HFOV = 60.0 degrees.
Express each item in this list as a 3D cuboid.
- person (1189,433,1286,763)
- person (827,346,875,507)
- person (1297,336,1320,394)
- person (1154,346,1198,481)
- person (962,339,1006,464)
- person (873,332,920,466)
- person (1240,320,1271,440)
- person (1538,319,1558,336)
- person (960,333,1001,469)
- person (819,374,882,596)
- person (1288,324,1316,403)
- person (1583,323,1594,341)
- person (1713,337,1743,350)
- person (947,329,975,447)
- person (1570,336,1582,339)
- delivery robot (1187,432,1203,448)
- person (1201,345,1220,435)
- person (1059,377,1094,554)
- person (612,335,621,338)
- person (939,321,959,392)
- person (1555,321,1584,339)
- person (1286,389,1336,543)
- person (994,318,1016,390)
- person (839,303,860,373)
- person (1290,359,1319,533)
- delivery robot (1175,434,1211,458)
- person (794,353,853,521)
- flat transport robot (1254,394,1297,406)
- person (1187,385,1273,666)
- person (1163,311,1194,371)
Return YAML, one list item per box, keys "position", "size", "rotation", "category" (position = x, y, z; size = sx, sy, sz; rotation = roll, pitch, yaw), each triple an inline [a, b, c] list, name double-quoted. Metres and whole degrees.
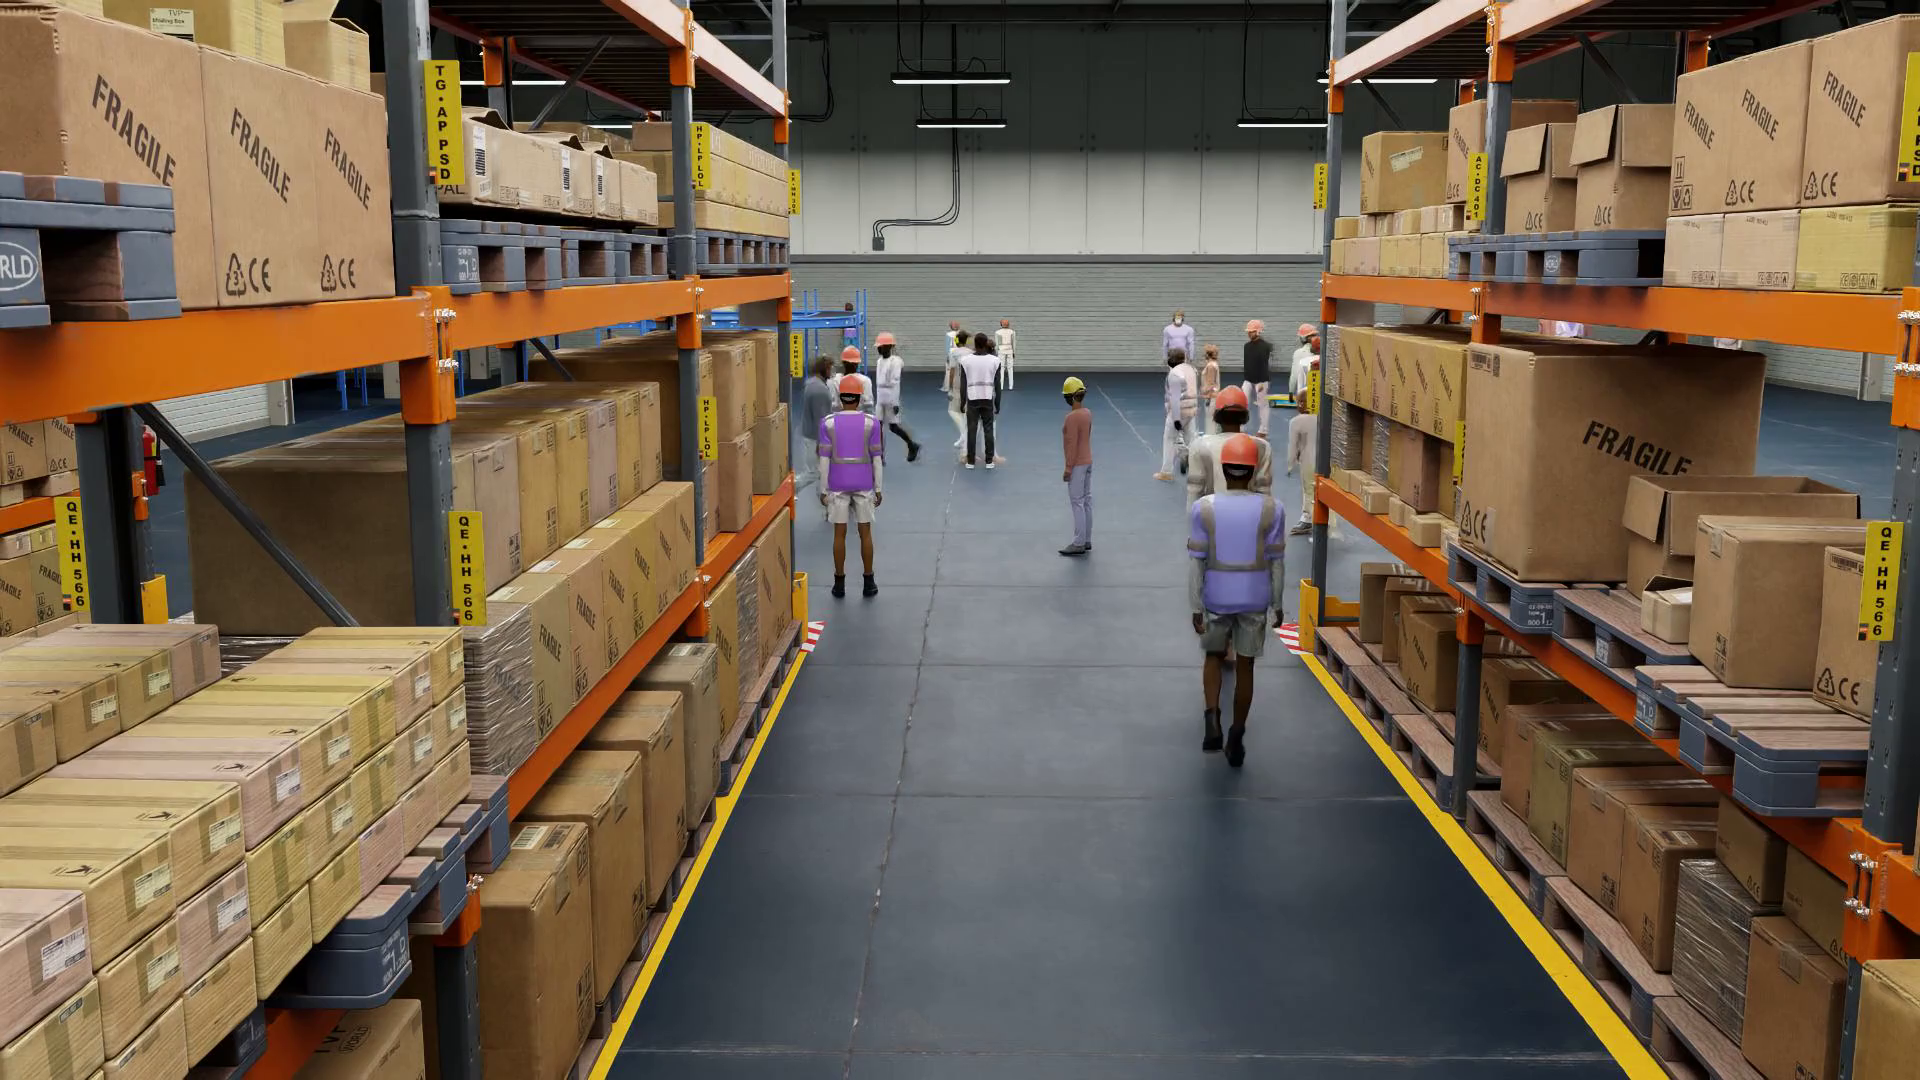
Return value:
- position: [1.610, 0.338, 9.681]
  size: [0.551, 1.923, 0.398]
  rotation: [2, 10, 12]
  category: "person"
- position: [-1.266, -1.335, 19.741]
  size: [0.561, 1.903, 0.836]
  rotation: [-3, 10, -19]
  category: "person"
- position: [5.049, -1.945, 23.495]
  size: [0.581, 1.867, 0.422]
  rotation: [3, 10, 15]
  category: "person"
- position: [3.018, -1.668, 22.085]
  size: [0.862, 1.802, 0.629]
  rotation: [7, 12, 37]
  category: "person"
- position: [0.390, -2.002, 24.017]
  size: [0.794, 1.805, 0.653]
  rotation: [1, 10, 8]
  category: "person"
- position: [-0.985, -2.025, 23.874]
  size: [0.823, 1.912, 0.551]
  rotation: [-7, 12, -37]
  category: "person"
- position: [4.742, -2.599, 27.152]
  size: [0.813, 1.967, 0.618]
  rotation: [-7, 12, -36]
  category: "person"
- position: [13.824, -4.578, 38.912]
  size: [0.609, 1.993, 0.384]
  rotation: [6, 11, 33]
  category: "person"
- position: [0.294, -1.966, 23.514]
  size: [0.589, 1.912, 0.376]
  rotation: [-1, 10, -6]
  category: "person"
- position: [-0.954, -0.484, 14.553]
  size: [0.551, 1.935, 0.375]
  rotation: [-1, 9, -3]
  category: "person"
- position: [5.244, -2.282, 25.200]
  size: [0.648, 1.977, 0.475]
  rotation: [-6, 11, -31]
  category: "person"
- position: [15.803, -5.077, 42.229]
  size: [0.669, 1.885, 0.649]
  rotation: [-4, 10, -22]
  category: "person"
- position: [18.130, -4.581, 39.268]
  size: [0.647, 1.882, 0.789]
  rotation: [4, 10, 25]
  category: "person"
- position: [0.023, -2.380, 26.143]
  size: [0.561, 1.854, 0.419]
  rotation: [-7, 12, -37]
  category: "person"
- position: [7.875, -1.642, 21.403]
  size: [0.600, 1.967, 0.369]
  rotation: [-2, 10, -14]
  category: "person"
- position: [3.336, -1.385, 23.152]
  size: [0.335, 0.223, 0.698]
  rotation: [2, 10, 9]
  category: "delivery robot"
- position: [3.885, -2.200, 25.806]
  size: [0.408, 1.645, 0.525]
  rotation: [2, 10, 10]
  category: "person"
- position: [1.154, -0.743, 16.628]
  size: [0.329, 1.765, 0.525]
  rotation: [4, 10, 25]
  category: "person"
- position: [-5.187, -2.199, 25.245]
  size: [0.535, 1.792, 0.952]
  rotation: [-4, 10, -24]
  category: "person"
- position: [-0.157, -4.074, 37.034]
  size: [0.535, 1.603, 0.785]
  rotation: [-7, 12, -36]
  category: "person"
- position: [13.170, -4.110, 36.018]
  size: [0.645, 2.023, 0.762]
  rotation: [0, 9, 1]
  category: "person"
- position: [3.658, -0.765, 17.209]
  size: [0.536, 1.598, 0.441]
  rotation: [-1, 10, -4]
  category: "person"
- position: [1.027, -4.230, 37.883]
  size: [0.521, 1.640, 0.306]
  rotation: [-3, 10, -19]
  category: "person"
- position: [-2.883, -5.277, 43.529]
  size: [0.567, 1.849, 0.389]
  rotation: [-4, 10, -21]
  category: "person"
- position: [3.822, -0.985, 17.718]
  size: [0.357, 1.881, 0.574]
  rotation: [-8, 12, -39]
  category: "person"
- position: [3.331, -1.398, 24.009]
  size: [0.477, 0.478, 0.707]
  rotation: [8, 13, 40]
  category: "delivery robot"
- position: [-1.683, -1.134, 18.587]
  size: [0.864, 1.908, 0.653]
  rotation: [-1, 10, -8]
  category: "person"
- position: [6.737, -2.805, 33.560]
  size: [1.431, 0.197, 0.652]
  rotation: [7, 12, 38]
  category: "flat transport robot"
- position: [1.928, -0.098, 11.954]
  size: [0.614, 2.027, 0.449]
  rotation: [1, 9, 4]
  category: "person"
- position: [4.590, -3.880, 35.027]
  size: [0.638, 1.905, 0.973]
  rotation: [1, 10, 4]
  category: "person"
